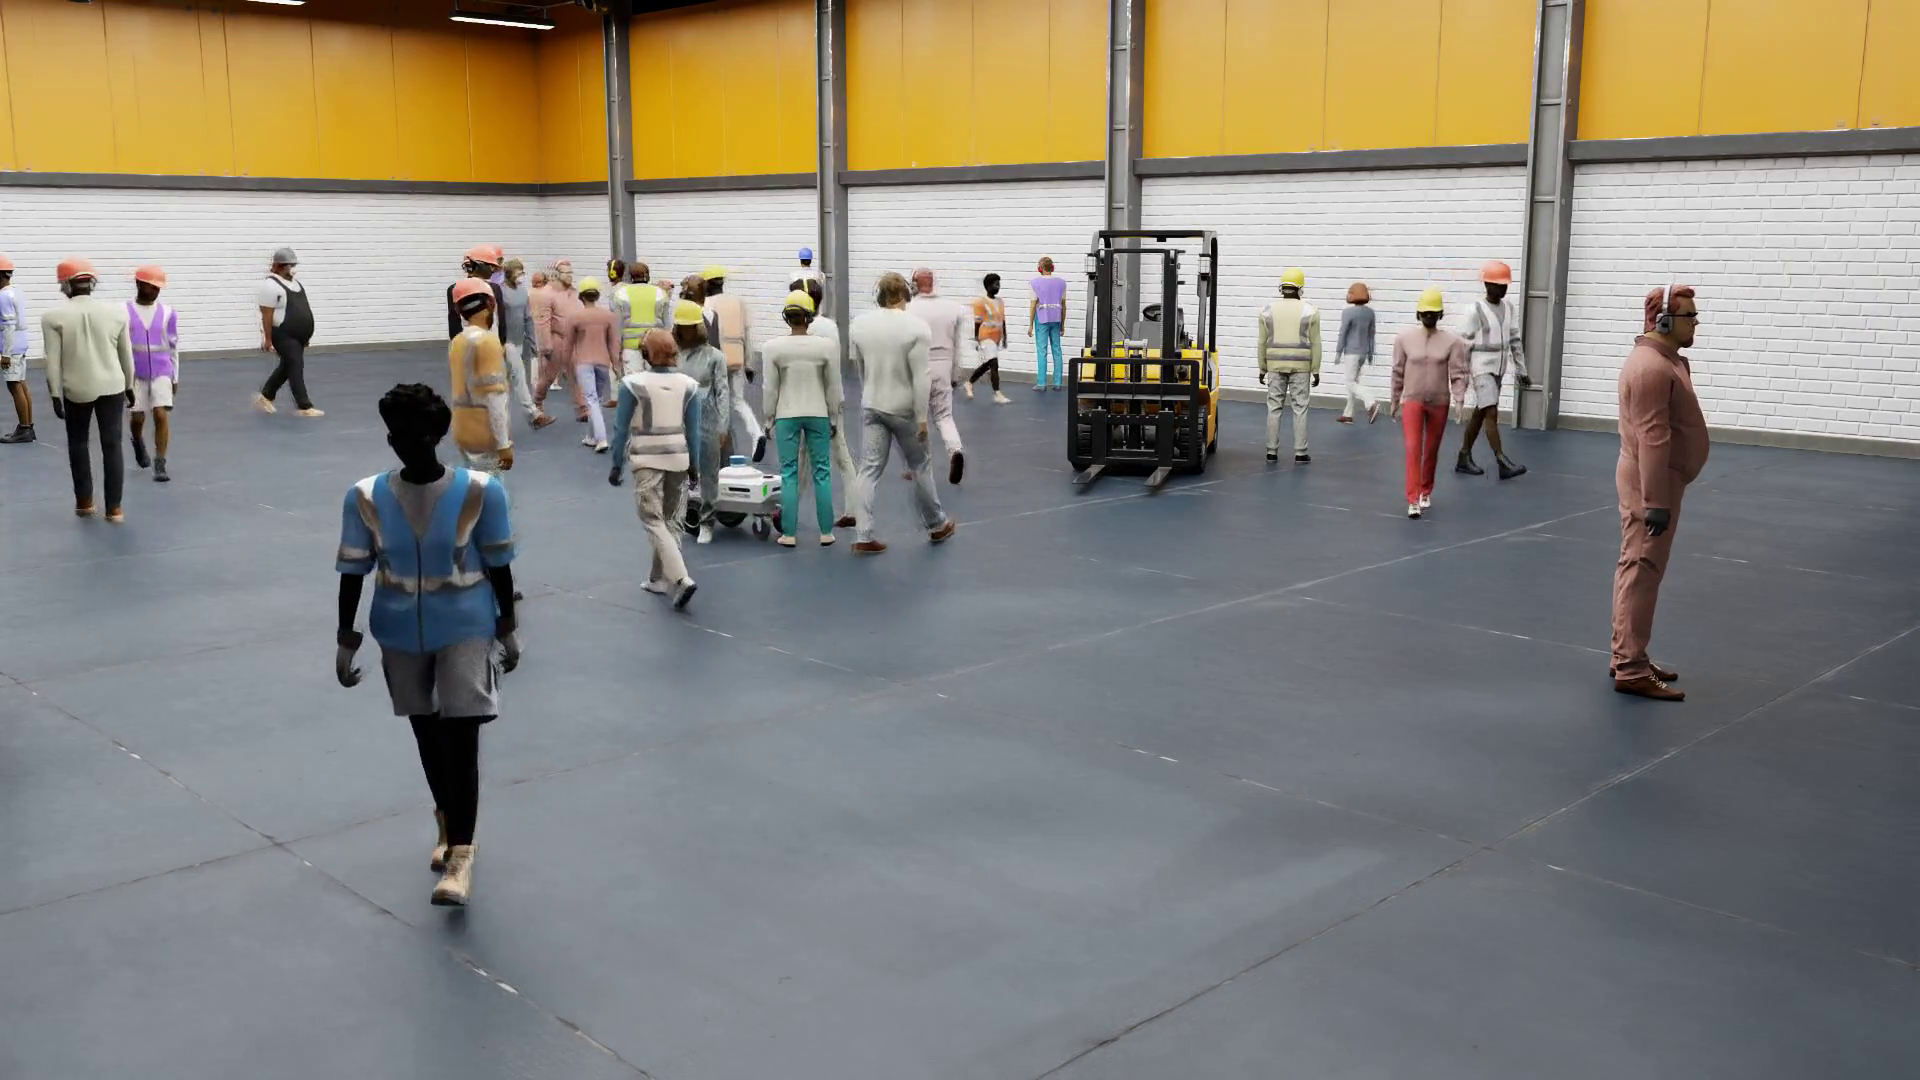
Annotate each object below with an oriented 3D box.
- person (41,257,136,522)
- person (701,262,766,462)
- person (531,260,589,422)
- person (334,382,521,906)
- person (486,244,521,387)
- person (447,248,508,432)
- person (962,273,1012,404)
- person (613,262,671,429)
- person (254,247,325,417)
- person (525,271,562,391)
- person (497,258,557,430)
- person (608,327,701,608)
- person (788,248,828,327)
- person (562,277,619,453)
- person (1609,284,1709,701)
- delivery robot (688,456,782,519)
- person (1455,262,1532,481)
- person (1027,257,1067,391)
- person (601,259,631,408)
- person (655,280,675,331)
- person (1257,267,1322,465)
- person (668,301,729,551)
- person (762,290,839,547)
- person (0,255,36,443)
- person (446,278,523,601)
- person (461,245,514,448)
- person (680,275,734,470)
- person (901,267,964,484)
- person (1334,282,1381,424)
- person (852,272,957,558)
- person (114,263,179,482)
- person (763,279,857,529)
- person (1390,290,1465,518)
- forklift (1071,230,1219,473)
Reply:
[{"bbox_3d":[-6.547,-1.134,12.535,0.632,1.955,0.866,-7,12,-33],"label":"person"},{"bbox_3d":[-2.150,-1.652,15.577,0.608,1.892,0.773,-9,14,-40],"label":"person"},{"bbox_3d":[-4.601,-2.271,19.055,0.969,1.869,0.663,7,12,33],"label":"person"},{"bbox_3d":[-1.724,0.338,5.320,0.555,1.655,0.827,0,10,-2],"label":"person"},{"bbox_3d":[-6.454,-3.134,23.339,0.626,2.011,0.476,2,11,12],"label":"person"},{"bbox_3d":[-5.150,-2.115,17.801,0.611,1.995,0.381,-1,10,-3],"label":"person"},{"bbox_3d":[0.332,-2.588,21.299,0.826,1.667,0.531,9,13,39],"label":"person"},{"bbox_3d":[-3.480,-2.113,18.220,0.634,1.838,0.429,-3,11,-18],"label":"person"},{"bbox_3d":[-8.014,-2.477,19.649,0.931,2.000,0.696,1,10,8],"label":"person"},{"bbox_3d":[-5.742,-2.861,22.849,0.521,1.636,0.311,1,10,4],"label":"person"},{"bbox_3d":[-4.918,-2.148,18.314,1.067,1.871,0.635,4,11,20],"label":"person"},{"bbox_3d":[-1.715,-0.420,9.623,0.519,1.607,0.773,-9,13,-39],"label":"person"},{"bbox_3d":[-2.258,-3.341,24.614,0.601,1.948,0.386,-4,11,-21],"label":"person"},{"bbox_3d":[-3.654,-1.738,16.491,0.536,1.722,0.898,-7,12,-33],"label":"person"},{"bbox_3d":[3.251,-0.227,7.749,0.408,1.909,0.642,4,11,19],"label":"person"},{"bbox_3d":[-1.579,-0.358,11.876,0.707,0.478,0.477,6,12,27],"label":"delivery robot"},{"bbox_3d":[4.720,-1.473,14.557,0.572,1.888,0.952,-6,12,-30],"label":"person"},{"bbox_3d":[1.197,-2.951,22.791,0.565,1.837,0.400,-4,11,-23],"label":"person"},{"bbox_3d":[-4.116,-2.534,20.485,0.713,1.847,0.521,5,12,27],"label":"person"},{"bbox_3d":[-3.415,-2.175,19.115,0.380,1.622,0.588,0,10,-1],"label":"person"},{"bbox_3d":[3.077,-1.616,15.522,0.600,1.832,0.404,4,11,21],"label":"person"},{"bbox_3d":[-1.803,-0.758,11.214,0.503,1.679,0.945,0,10,1],"label":"person"},{"bbox_3d":[-1.094,-0.826,11.415,0.526,1.761,0.337,-2,11,-11],"label":"person"},{"bbox_3d":[-9.803,-1.962,17.126,0.362,1.935,0.553,-3,11,-18],"label":"person"},{"bbox_3d":[-2.800,-0.562,9.672,0.377,1.891,0.589,-6,12,-31],"label":"person"},{"bbox_3d":[-4.752,-1.922,16.644,0.392,2.034,0.605,-8,13,-39],"label":"person"},{"bbox_3d":[-2.194,-1.266,13.708,0.948,1.798,0.544,7,13,35],"label":"person"},{"bbox_3d":[-0.240,-1.395,14.231,0.660,1.875,0.802,-5,12,-27],"label":"person"},{"bbox_3d":[4.498,-2.088,18.706,0.503,1.607,0.686,-8,13,-36],"label":"person"},{"bbox_3d":[-0.414,-0.856,11.256,0.636,1.874,0.999,6,12,28],"label":"person"},{"bbox_3d":[-7.145,-1.475,14.601,0.557,1.900,0.766,-7,13,-34],"label":"person"},{"bbox_3d":[-1.105,-0.988,12.147,0.945,1.816,0.576,6,12,29],"label":"person"},{"bbox_3d":[3.581,-1.051,12.747,0.540,1.714,0.904,2,11,12],"label":"person"},{"bbox_3d":[1.804,-1.825,15.677,1.214,2.155,2.313,2,11,13],"label":"forklift"}]
